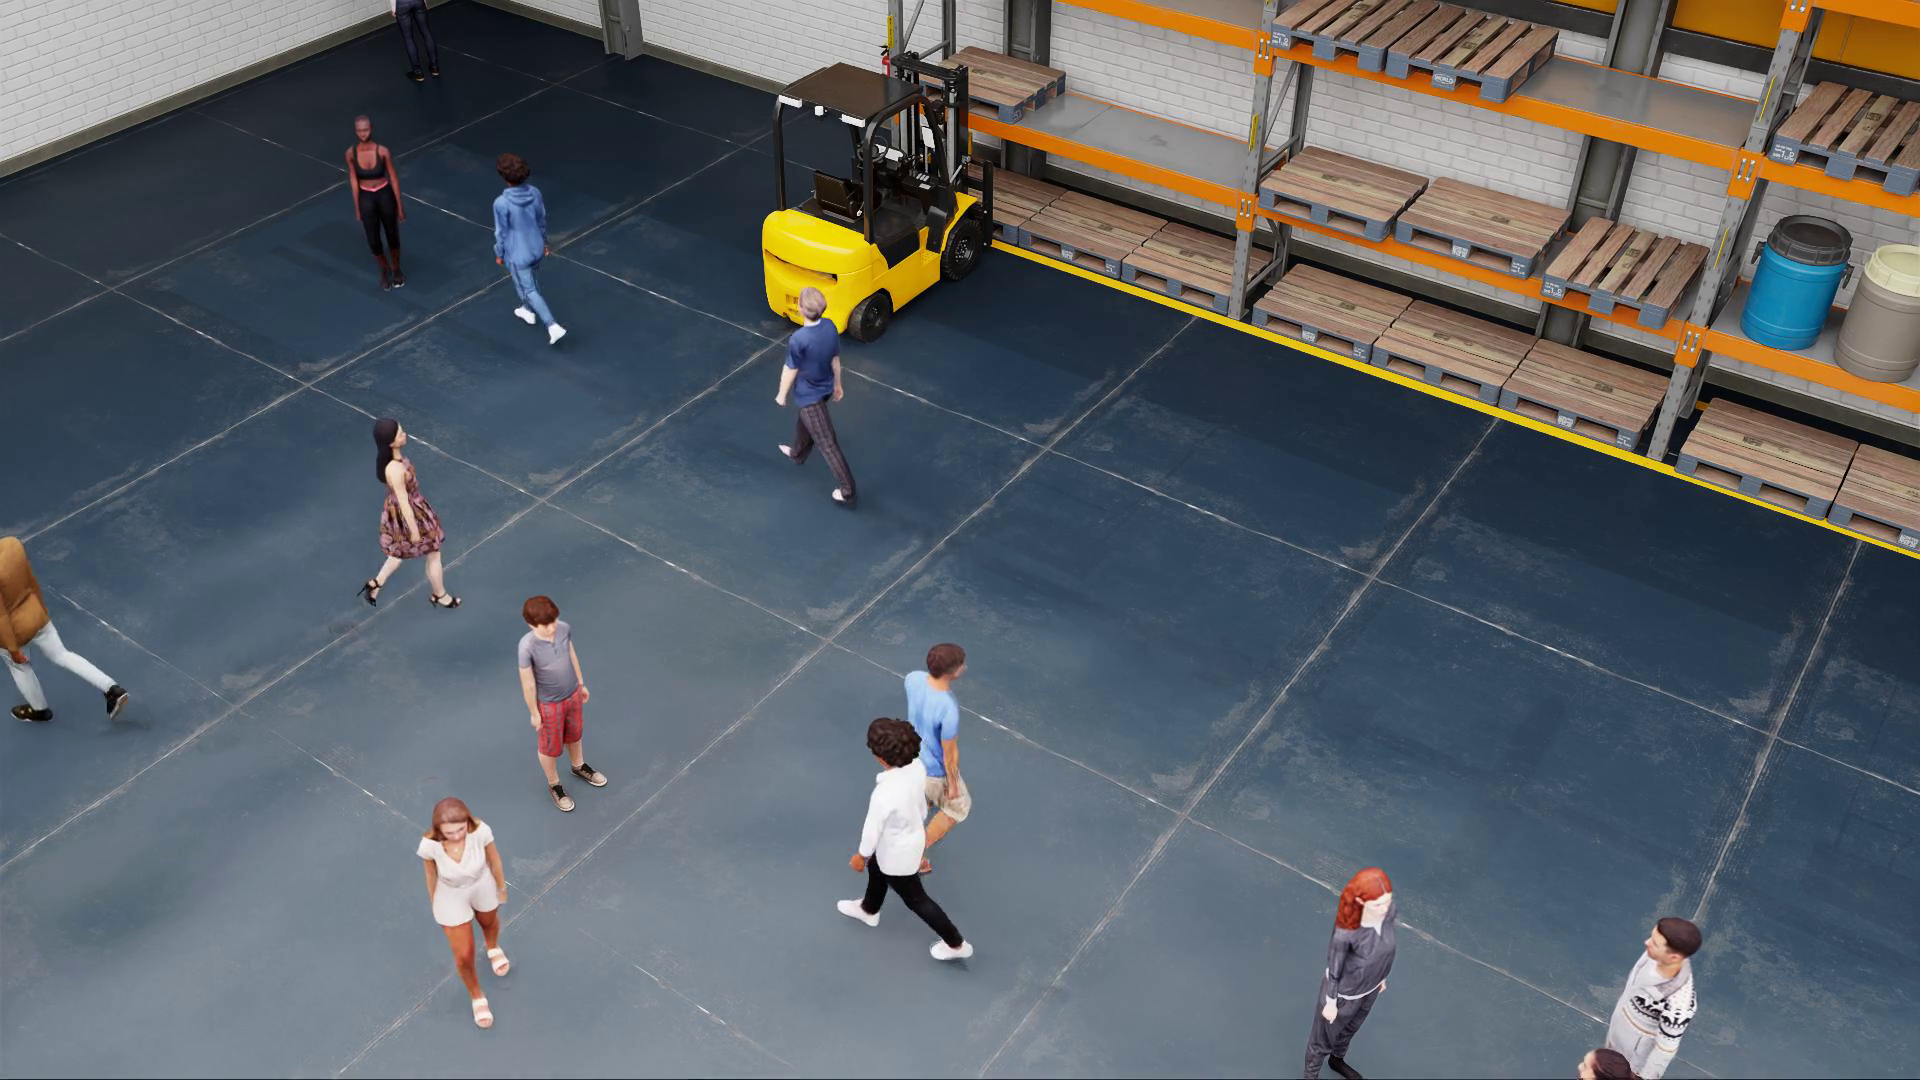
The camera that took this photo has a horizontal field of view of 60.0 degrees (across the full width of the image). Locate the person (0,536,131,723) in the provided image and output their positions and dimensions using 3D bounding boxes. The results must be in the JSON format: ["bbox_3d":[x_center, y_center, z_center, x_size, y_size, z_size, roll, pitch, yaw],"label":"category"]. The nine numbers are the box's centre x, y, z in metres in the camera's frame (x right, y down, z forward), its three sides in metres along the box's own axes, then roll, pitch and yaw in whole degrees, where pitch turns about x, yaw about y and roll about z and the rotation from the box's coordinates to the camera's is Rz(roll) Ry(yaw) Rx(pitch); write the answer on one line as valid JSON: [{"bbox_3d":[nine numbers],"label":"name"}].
[{"bbox_3d":[-6.176,0.568,11.118,1.235,1.791,0.975,5,39,6],"label":"person"}]

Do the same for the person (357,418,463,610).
[{"bbox_3d":[-4.053,-0.123,12.011,0.934,1.756,0.981,-19,42,-22],"label":"person"}]

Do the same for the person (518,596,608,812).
[{"bbox_3d":[-2.601,1.002,10.686,0.544,1.651,0.607,28,46,30],"label":"person"}]

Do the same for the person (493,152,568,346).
[{"bbox_3d":[-3.922,-2.615,15.108,1.118,1.785,0.727,27,46,29],"label":"person"}]

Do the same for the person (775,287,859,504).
[{"bbox_3d":[-1.091,-1.101,13.189,1.201,1.814,0.672,25,45,28],"label":"person"}]

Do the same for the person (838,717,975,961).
[{"bbox_3d":[-0.273,1.791,9.604,1.214,1.769,0.813,14,41,16],"label":"person"}]

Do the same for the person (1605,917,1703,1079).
[{"bbox_3d":[3.494,2.578,8.545,0.716,1.860,0.765,7,39,9],"label":"person"}]

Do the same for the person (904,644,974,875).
[{"bbox_3d":[-0.228,1.383,10.056,0.887,1.843,0.775,-31,48,-33],"label":"person"}]

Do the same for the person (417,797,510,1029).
[{"bbox_3d":[-2.812,1.972,9.463,0.825,1.663,0.953,-16,41,-19],"label":"person"}]

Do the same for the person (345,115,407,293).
[{"bbox_3d":[-5.575,-3.276,15.963,0.753,1.751,0.804,-10,40,-12],"label":"person"}]

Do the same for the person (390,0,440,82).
[{"bbox_3d":[-6.562,-6.415,19.799,0.674,1.869,0.659,-29,47,-31],"label":"person"}]

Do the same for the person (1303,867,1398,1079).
[{"bbox_3d":[2.083,2.376,8.862,0.640,1.780,0.619,-24,44,-27],"label":"person"}]
